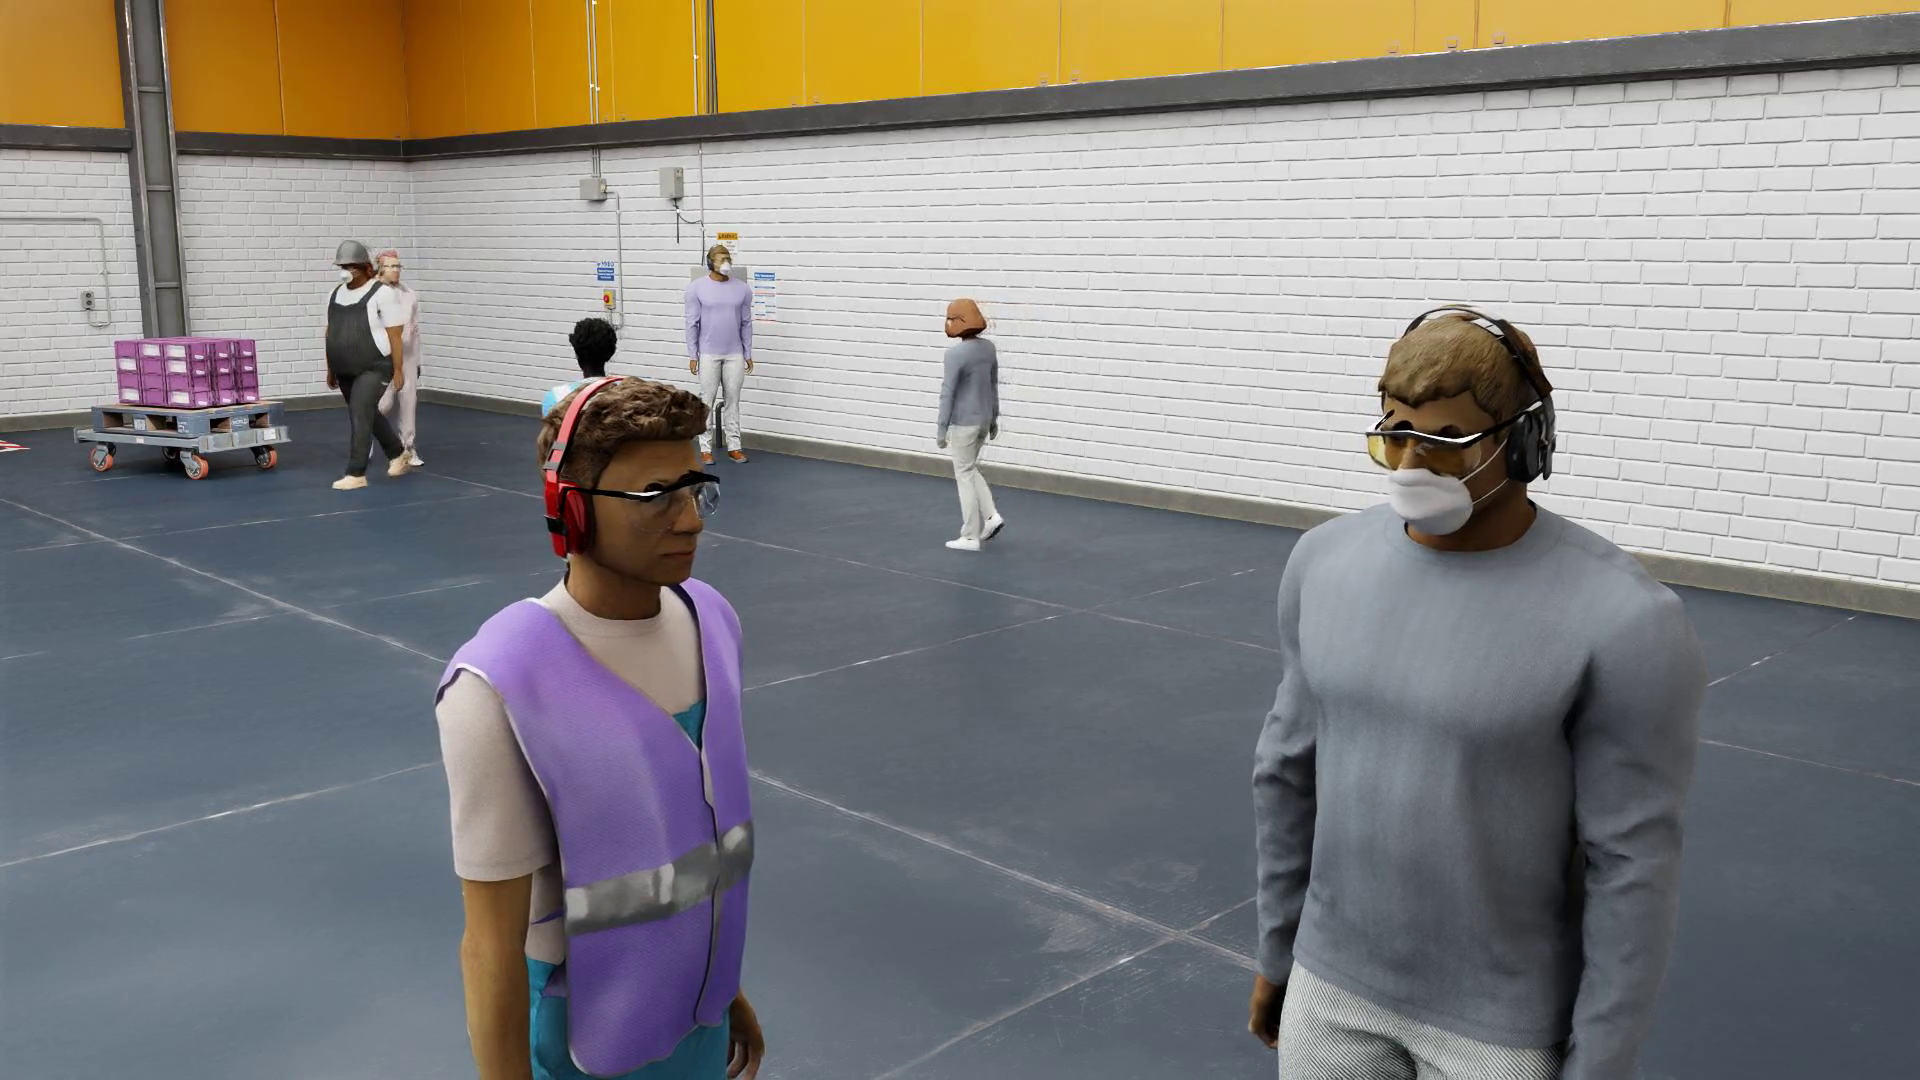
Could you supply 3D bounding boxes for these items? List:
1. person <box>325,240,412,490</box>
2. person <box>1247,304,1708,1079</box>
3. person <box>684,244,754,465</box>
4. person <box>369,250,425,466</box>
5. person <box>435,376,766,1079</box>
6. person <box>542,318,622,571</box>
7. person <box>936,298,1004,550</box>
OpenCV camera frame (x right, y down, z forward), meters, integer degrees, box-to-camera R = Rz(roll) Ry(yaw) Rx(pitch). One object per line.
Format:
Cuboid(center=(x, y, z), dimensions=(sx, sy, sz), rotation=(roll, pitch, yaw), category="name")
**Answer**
Cuboid(center=(-4.836, -1.476, 13.594), dimensions=(0.685, 2.000, 0.978), rotation=(5, 11, 24), category="person")
Cuboid(center=(0.658, 0.646, 2.314), dimensions=(0.373, 1.935, 0.628), rotation=(-10, 14, -42), category="person")
Cuboid(center=(-2.122, -1.639, 14.758), dimensions=(0.630, 1.940, 0.372), rotation=(-6, 12, -28), category="person")
Cuboid(center=(-5.027, -1.594, 14.631), dimensions=(0.617, 1.893, 0.659), rotation=(9, 13, 39), category="person")
Cuboid(center=(-0.475, 0.694, 2.292), dimensions=(0.373, 1.843, 0.570), rotation=(4, 11, 22), category="person")
Cuboid(center=(-1.664, -0.201, 7.707), dimensions=(0.540, 1.642, 0.896), rotation=(-5, 12, -27), category="person")
Cuboid(center=(0.035, -0.736, 10.680), dimensions=(0.345, 1.618, 0.533), rotation=(8, 13, 36), category="person")
